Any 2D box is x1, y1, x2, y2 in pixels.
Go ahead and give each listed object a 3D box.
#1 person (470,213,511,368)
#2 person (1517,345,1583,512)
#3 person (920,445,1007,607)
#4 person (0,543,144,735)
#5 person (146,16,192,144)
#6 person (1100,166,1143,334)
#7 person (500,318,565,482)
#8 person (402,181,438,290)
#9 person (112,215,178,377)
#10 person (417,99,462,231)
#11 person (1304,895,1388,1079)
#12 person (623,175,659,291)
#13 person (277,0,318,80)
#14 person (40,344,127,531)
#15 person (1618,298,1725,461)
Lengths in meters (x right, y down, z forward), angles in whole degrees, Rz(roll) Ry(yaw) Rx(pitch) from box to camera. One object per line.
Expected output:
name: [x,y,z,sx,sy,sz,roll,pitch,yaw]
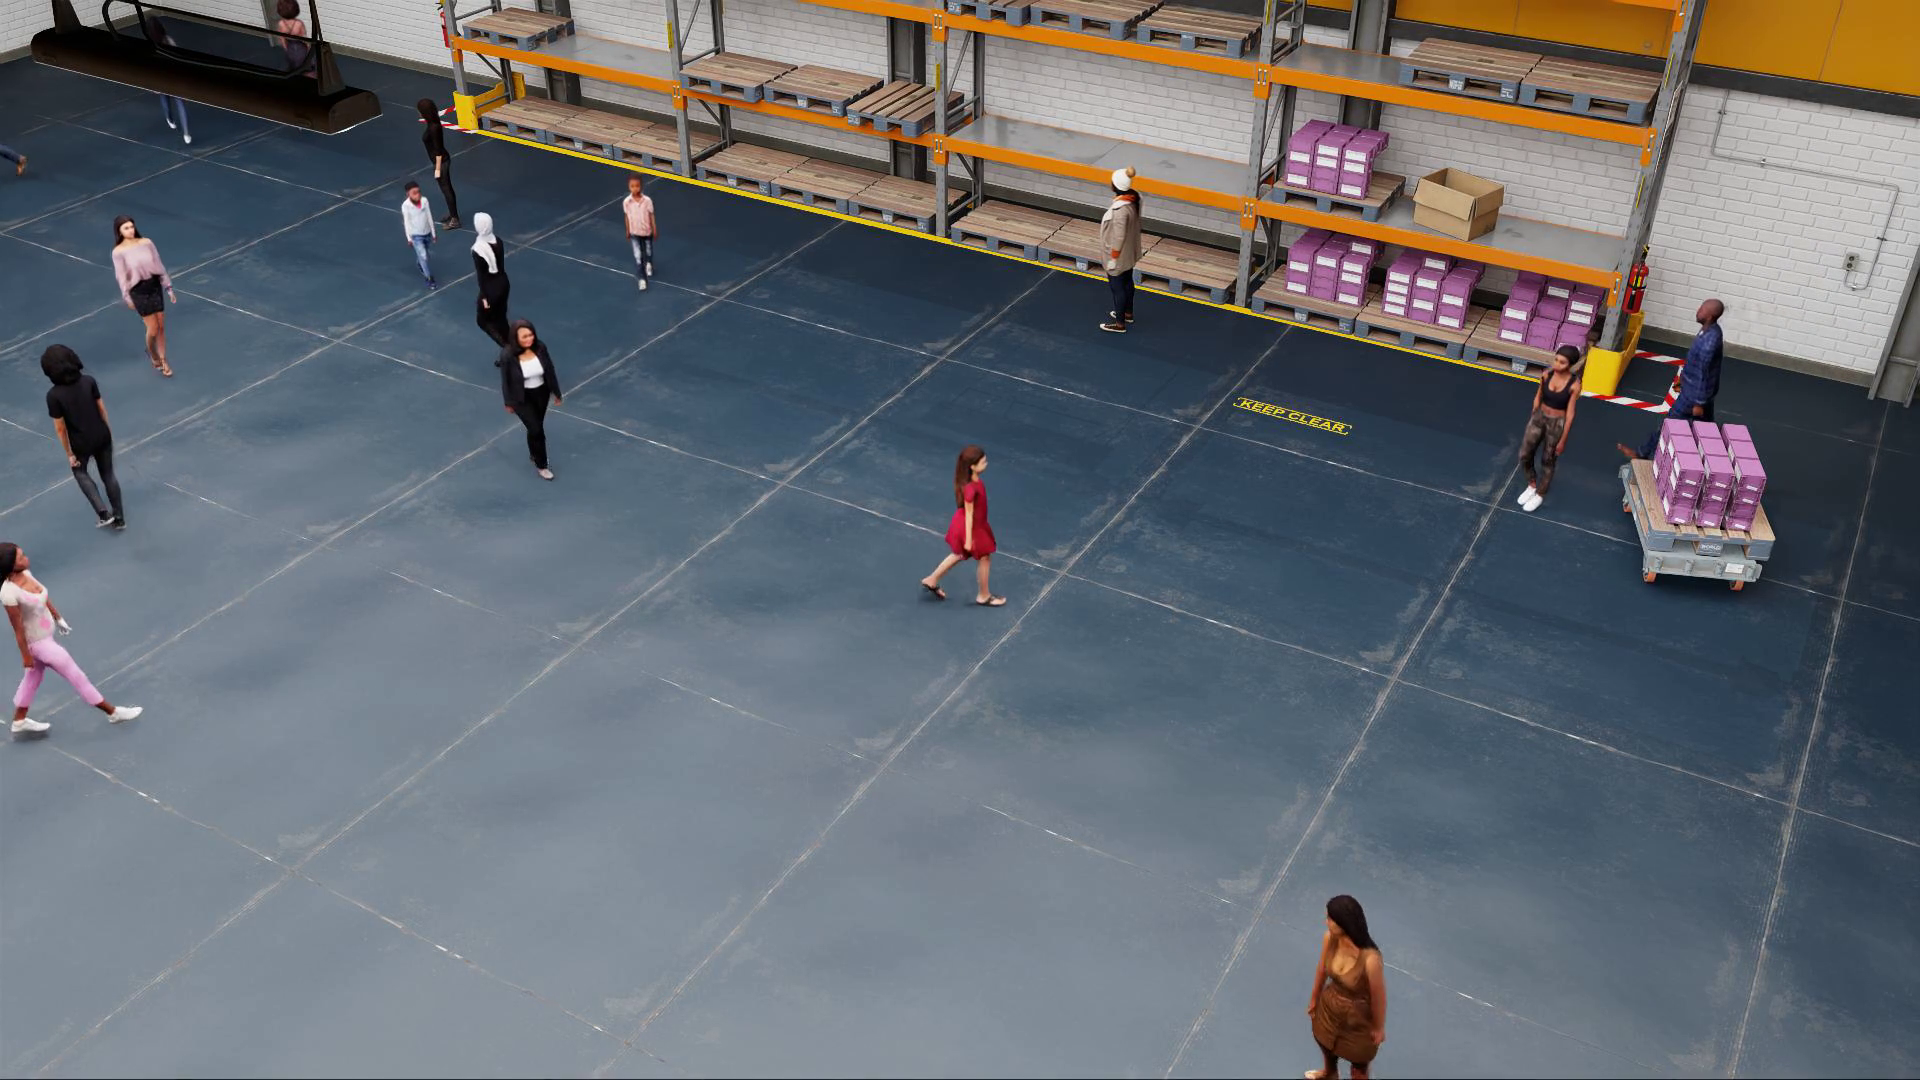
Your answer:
person: [-4.785,-2.545,17.330,0.705,1.766,0.612,19,38,26]
person: [5.420,-1.040,15.136,0.734,1.688,0.641,-26,42,-33]
person: [0.007,-0.117,13.886,1.017,1.534,0.869,-3,34,-4]
person: [-6.941,0.787,12.386,1.188,1.690,1.132,-9,35,-13]
person: [-11.008,-6.363,23.149,1.070,1.682,1.241,-15,36,-21]
person: [1.781,-3.201,18.204,0.680,1.891,0.717,14,36,20]
person: [-4.118,-1.390,15.750,0.892,1.591,0.765,27,42,35]
person: [-6.319,-3.602,19.392,0.685,1.243,0.918,-25,41,-32]
person: [-8.491,-2.540,17.292,0.640,1.800,0.649,24,40,31]
person: [-6.449,-4.691,20.672,0.705,1.640,0.647,-8,34,-12]
person: [2.283,2.730,9.486,0.598,1.664,0.801,23,40,31]
person: [-3.717,-3.640,19.409,0.890,1.287,0.910,-5,34,-8]
person: [-9.467,-6.874,23.822,0.633,1.789,0.726,0,34,0]
person: [-7.701,-0.869,14.761,0.671,1.819,0.704,27,42,35]
person: [7.001,-1.388,15.595,1.177,1.760,0.743,14,36,20]
